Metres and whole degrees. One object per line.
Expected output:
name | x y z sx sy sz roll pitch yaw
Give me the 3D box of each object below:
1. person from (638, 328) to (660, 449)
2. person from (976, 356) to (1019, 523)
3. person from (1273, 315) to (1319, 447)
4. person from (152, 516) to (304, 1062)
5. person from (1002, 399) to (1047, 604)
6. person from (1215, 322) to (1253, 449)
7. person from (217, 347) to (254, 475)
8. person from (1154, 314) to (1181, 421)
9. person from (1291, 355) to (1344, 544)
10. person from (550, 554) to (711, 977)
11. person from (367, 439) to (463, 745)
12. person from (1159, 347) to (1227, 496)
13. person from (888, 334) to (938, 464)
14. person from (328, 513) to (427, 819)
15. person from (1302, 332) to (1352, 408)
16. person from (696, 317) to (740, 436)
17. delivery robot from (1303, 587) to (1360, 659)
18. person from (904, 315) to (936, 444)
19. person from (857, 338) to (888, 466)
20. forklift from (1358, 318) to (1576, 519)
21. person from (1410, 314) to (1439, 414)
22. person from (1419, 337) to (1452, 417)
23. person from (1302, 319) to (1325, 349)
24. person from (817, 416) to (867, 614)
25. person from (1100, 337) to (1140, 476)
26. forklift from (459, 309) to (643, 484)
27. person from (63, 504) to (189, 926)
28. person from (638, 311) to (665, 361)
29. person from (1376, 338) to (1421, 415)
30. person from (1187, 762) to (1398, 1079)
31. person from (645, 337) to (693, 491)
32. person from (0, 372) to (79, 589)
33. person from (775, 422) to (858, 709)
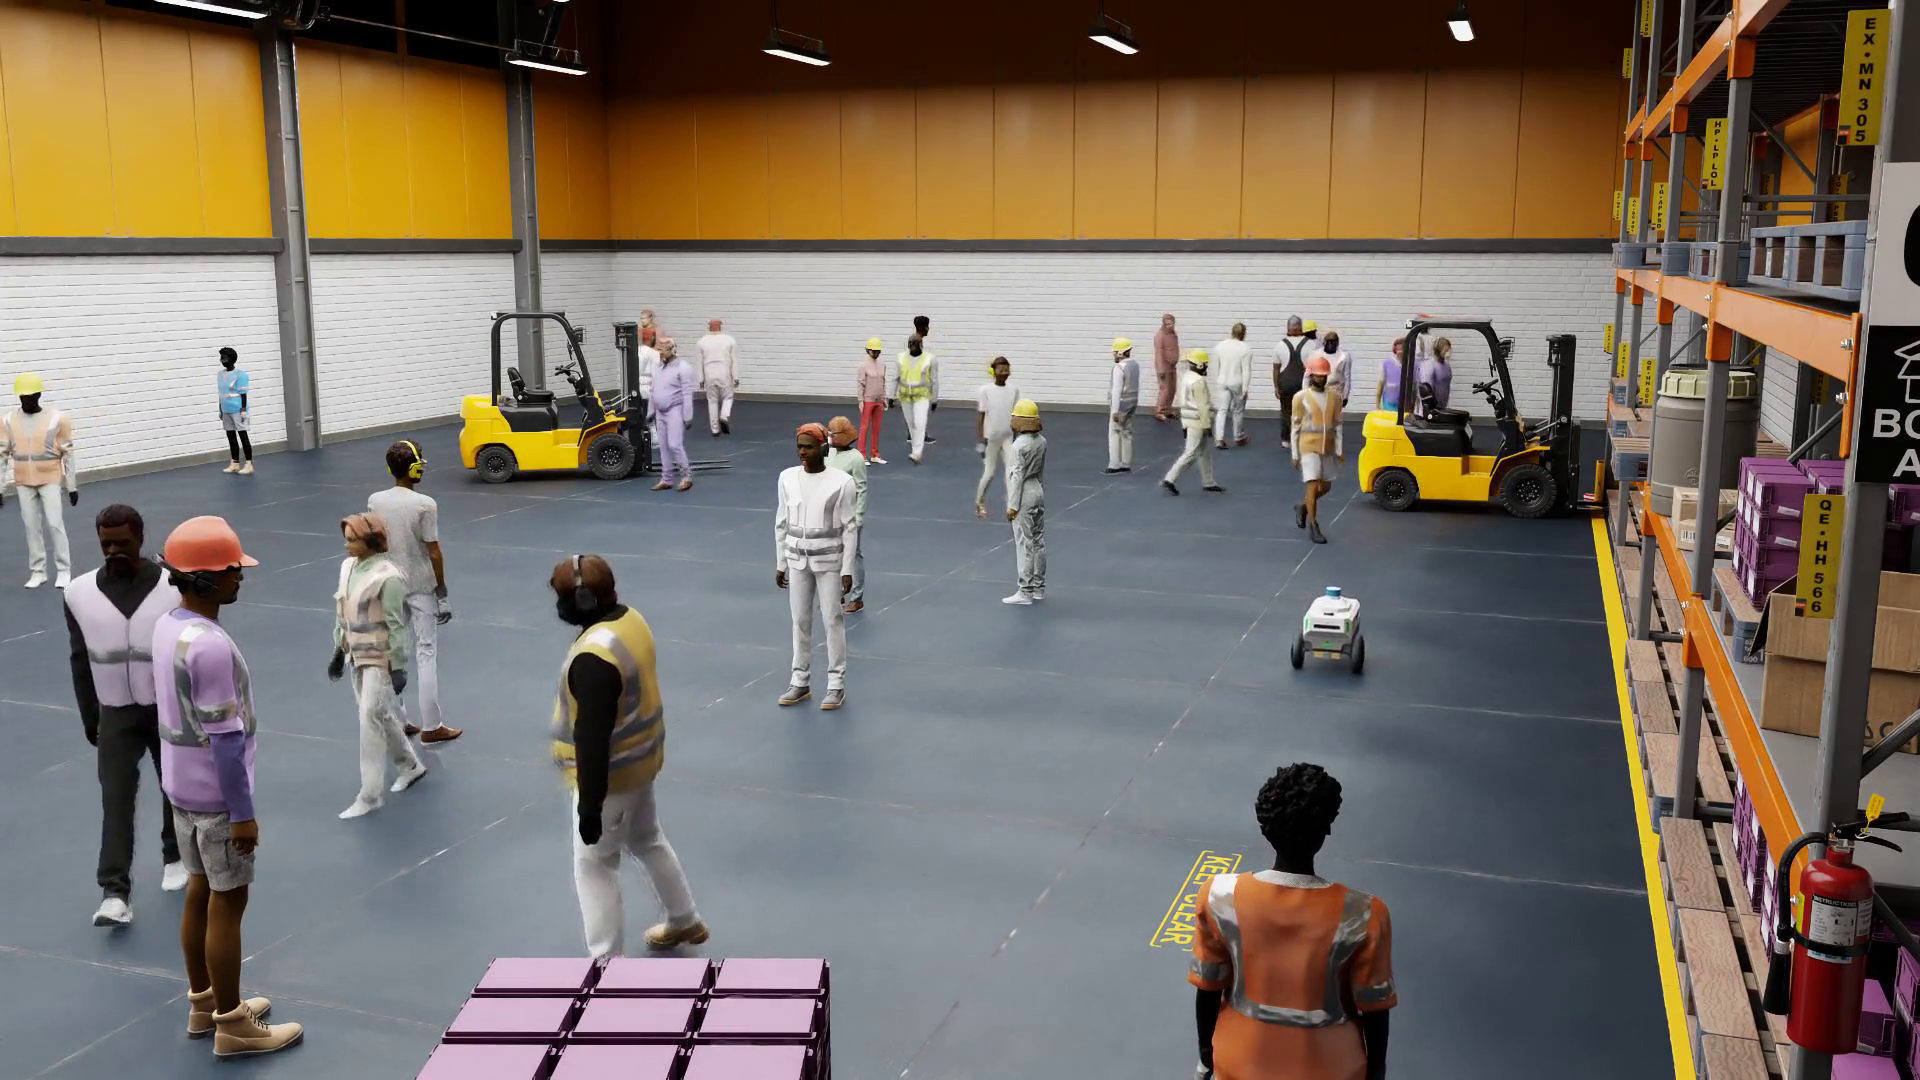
person | -4.595 -2.188 24.409 0.589 1.803 1.044 8 13 36
person | 0.432 -1.110 18.270 0.550 1.836 0.879 -4 11 -23
person | 4.970 -2.347 24.640 0.683 2.000 0.896 2 10 13
person | -2.769 0.922 6.224 0.378 2.044 0.607 -9 13 -41
person | 0.551 -0.326 14.097 0.294 1.744 0.487 6 12 30
person | 4.056 -2.293 24.798 0.629 1.903 0.939 6 12 30
person | -9.628 -1.711 22.045 0.537 1.693 0.319 5 11 27
person | 3.573 -2.962 28.611 0.426 1.862 0.744 7 12 33
person | 3.638 -0.955 17.142 0.546 1.921 0.769 -3 10 -16
person | -1.361 0.944 6.759 0.535 1.818 0.825 1 10 5
person | -3.327 0.318 10.111 0.532 1.871 0.319 3 11 18
person | 2.834 -1.427 20.131 0.838 1.804 0.597 0 10 -1
person | -0.661 -1.956 23.139 0.646 1.792 0.960 3 11 19
person | -3.157 0.655 8.988 0.518 1.650 0.527 9 13 41
person | 5.184 -2.049 23.644 0.634 1.787 0.973 5 11 28
person | -3.830 -2.580 26.354 0.680 1.891 0.449 0 10 0
delivery robot | 2.698 0.584 12.050 0.477 0.478 0.707 3 11 18
person | -0.617 -2.455 25.453 0.365 1.964 0.610 -7 12 -35
person | -1.191 -1.906 22.935 0.328 1.765 0.532 9 14 43
forklift | 5.787 -1.437 19.079 2.313 2.155 1.214 3 11 19
person | 7.697 -2.788 27.504 0.559 1.909 0.896 -5 11 -24
person | 5.995 -1.597 20.868 0.647 1.885 0.996 -10 14 -43
person | 5.418 -2.428 25.477 0.491 1.900 0.625 8 13 40
person | -0.966 -0.210 13.751 0.285 1.632 0.499 -9 14 -42
person | 2.140 -1.761 21.959 0.413 1.827 0.613 7 12 35
forklift | -5.354 -1.902 21.697 2.313 2.155 1.214 -2 10 -13
person | -3.710 0.779 7.518 0.597 1.874 0.970 -3 11 -17
person | -5.563 -3.156 29.699 0.656 1.854 0.987 8 13 38
person | 5.822 -1.776 22.100 0.621 1.814 0.532 -1 10 -8
person | 0.874 1.416 4.412 0.541 1.696 0.316 3 11 18
person | -3.597 -1.546 20.537 0.658 1.904 0.437 9 13 41
person | -8.169 -0.529 14.732 0.621 1.922 0.394 -1 10 -7
person | -0.954 0.170 10.909 0.578 1.883 0.353 4 11 21
